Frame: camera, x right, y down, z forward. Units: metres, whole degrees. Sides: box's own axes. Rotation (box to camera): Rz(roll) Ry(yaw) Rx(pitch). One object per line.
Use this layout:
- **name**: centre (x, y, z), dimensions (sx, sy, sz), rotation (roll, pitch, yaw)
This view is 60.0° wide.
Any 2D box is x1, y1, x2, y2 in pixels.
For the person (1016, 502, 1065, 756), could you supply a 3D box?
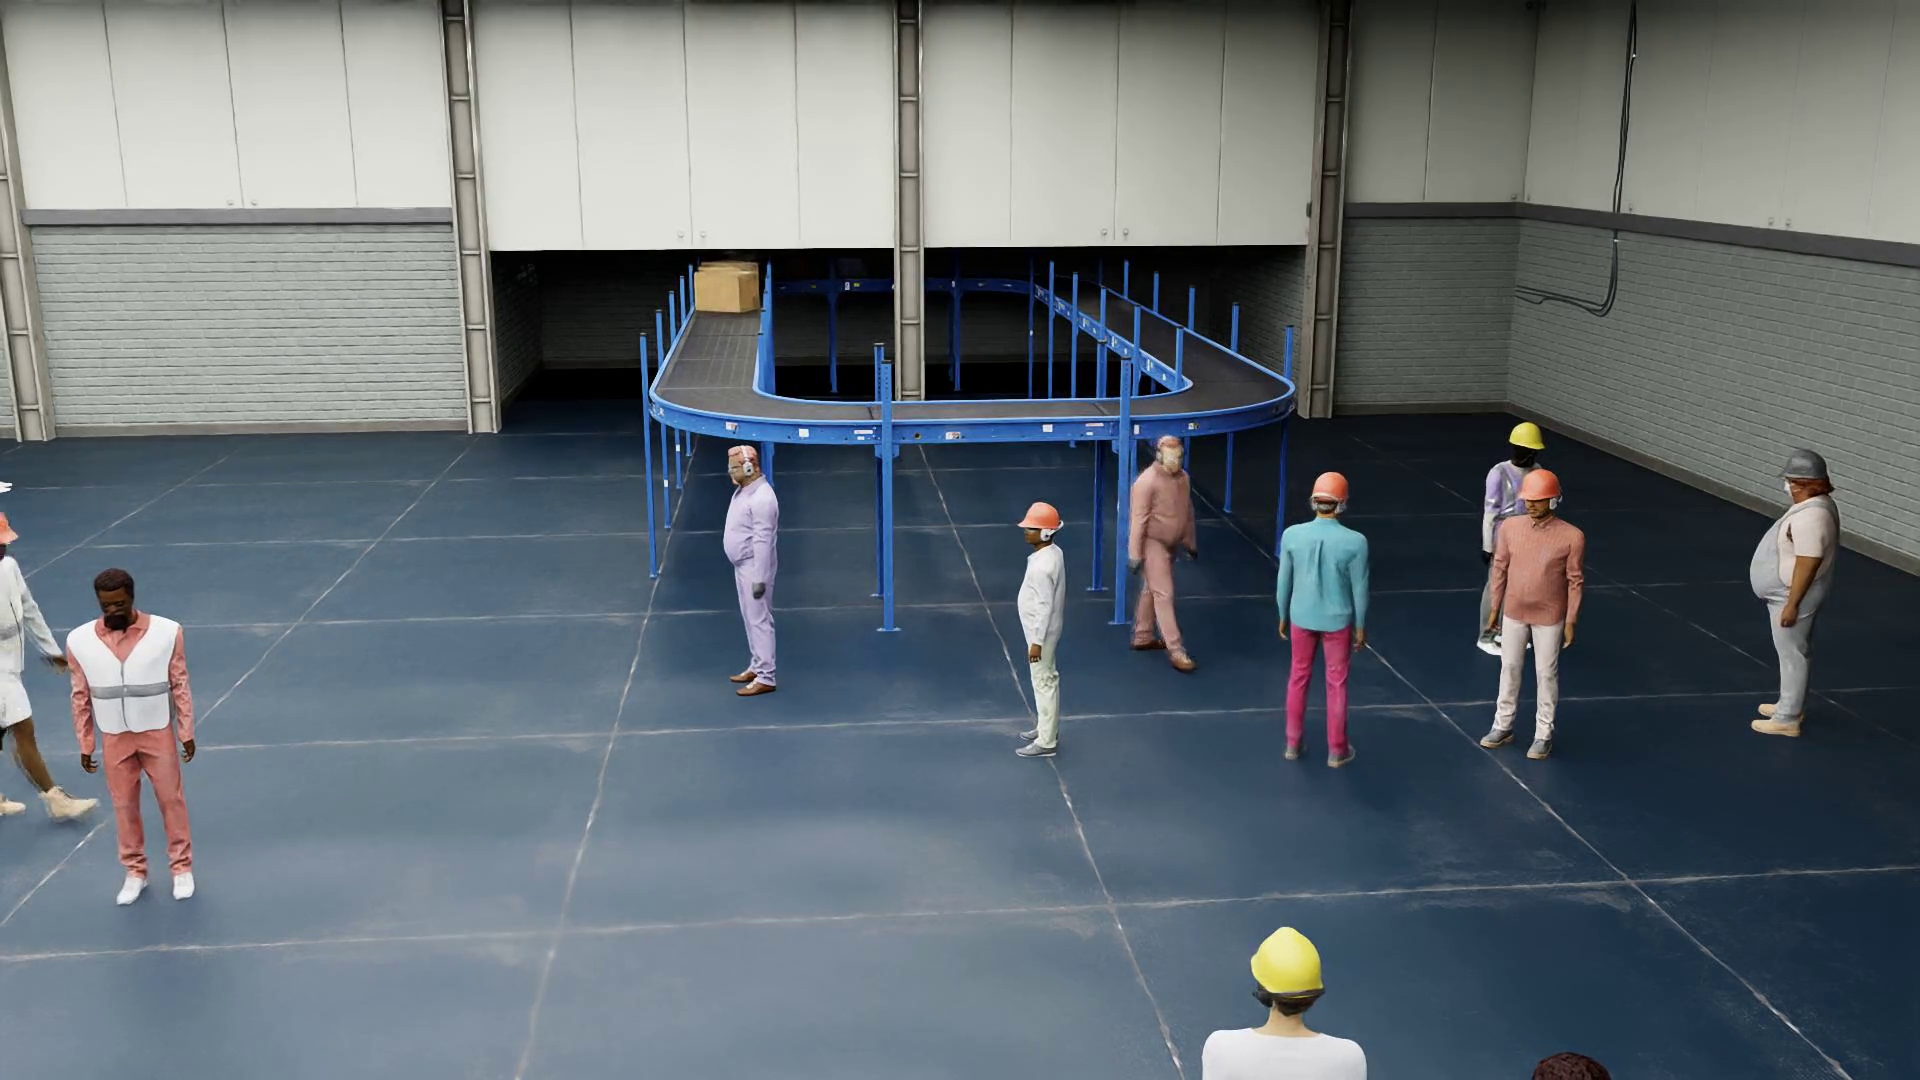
- **person**: centre (0.547, 0.601, 11.323), dimensions (0.319, 1.754, 0.572), rotation (2, 14, 9)

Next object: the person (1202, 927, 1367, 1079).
- **person**: centre (1.029, 2.080, 5.382), dimensions (0.533, 1.772, 0.296), rotation (2, 14, 6)

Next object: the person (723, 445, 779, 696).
- **person**: centre (-1.587, 0.218, 12.593), dimensions (0.402, 1.895, 0.648), rotation (-5, 15, -21)

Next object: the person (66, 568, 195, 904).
- **person**: centre (-4.544, 1.065, 9.172), dimensions (0.597, 1.908, 0.409), rotation (-4, 15, -17)

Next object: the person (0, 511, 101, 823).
- **person**: centre (-5.758, 0.765, 10.160), dimensions (0.894, 2.003, 0.614), rotation (0, 14, -2)

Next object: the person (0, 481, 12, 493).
- **person**: centre (-11.401, -1.512, 19.452), dimensions (0.378, 1.918, 0.585), rotation (-6, 15, -24)

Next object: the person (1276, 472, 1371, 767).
- **person**: centre (2.437, 0.525, 11.150), dimensions (0.622, 1.990, 0.402), rotation (7, 16, 27)

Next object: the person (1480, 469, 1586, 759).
- **person**: centre (3.876, 0.495, 11.265), dimensions (0.623, 1.992, 0.397), rotation (12, 18, 40)

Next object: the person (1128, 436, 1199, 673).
- **person**: centre (1.702, 0.084, 13.198), dimensions (0.852, 1.853, 0.724), rotation (10, 17, 35)

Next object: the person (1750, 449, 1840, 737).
- **person**: centre (5.854, 0.356, 11.732), dimensions (0.535, 2.000, 0.686), rotation (9, 17, 32)

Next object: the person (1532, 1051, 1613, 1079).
- **person**: centre (1.533, 2.231, 4.501), dimensions (0.587, 1.911, 0.397), rotation (-7, 16, -25)

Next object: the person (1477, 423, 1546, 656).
- **person**: centre (4.484, -0.007, 13.443), dimensions (0.587, 1.919, 0.408), rotation (-8, 16, -30)
